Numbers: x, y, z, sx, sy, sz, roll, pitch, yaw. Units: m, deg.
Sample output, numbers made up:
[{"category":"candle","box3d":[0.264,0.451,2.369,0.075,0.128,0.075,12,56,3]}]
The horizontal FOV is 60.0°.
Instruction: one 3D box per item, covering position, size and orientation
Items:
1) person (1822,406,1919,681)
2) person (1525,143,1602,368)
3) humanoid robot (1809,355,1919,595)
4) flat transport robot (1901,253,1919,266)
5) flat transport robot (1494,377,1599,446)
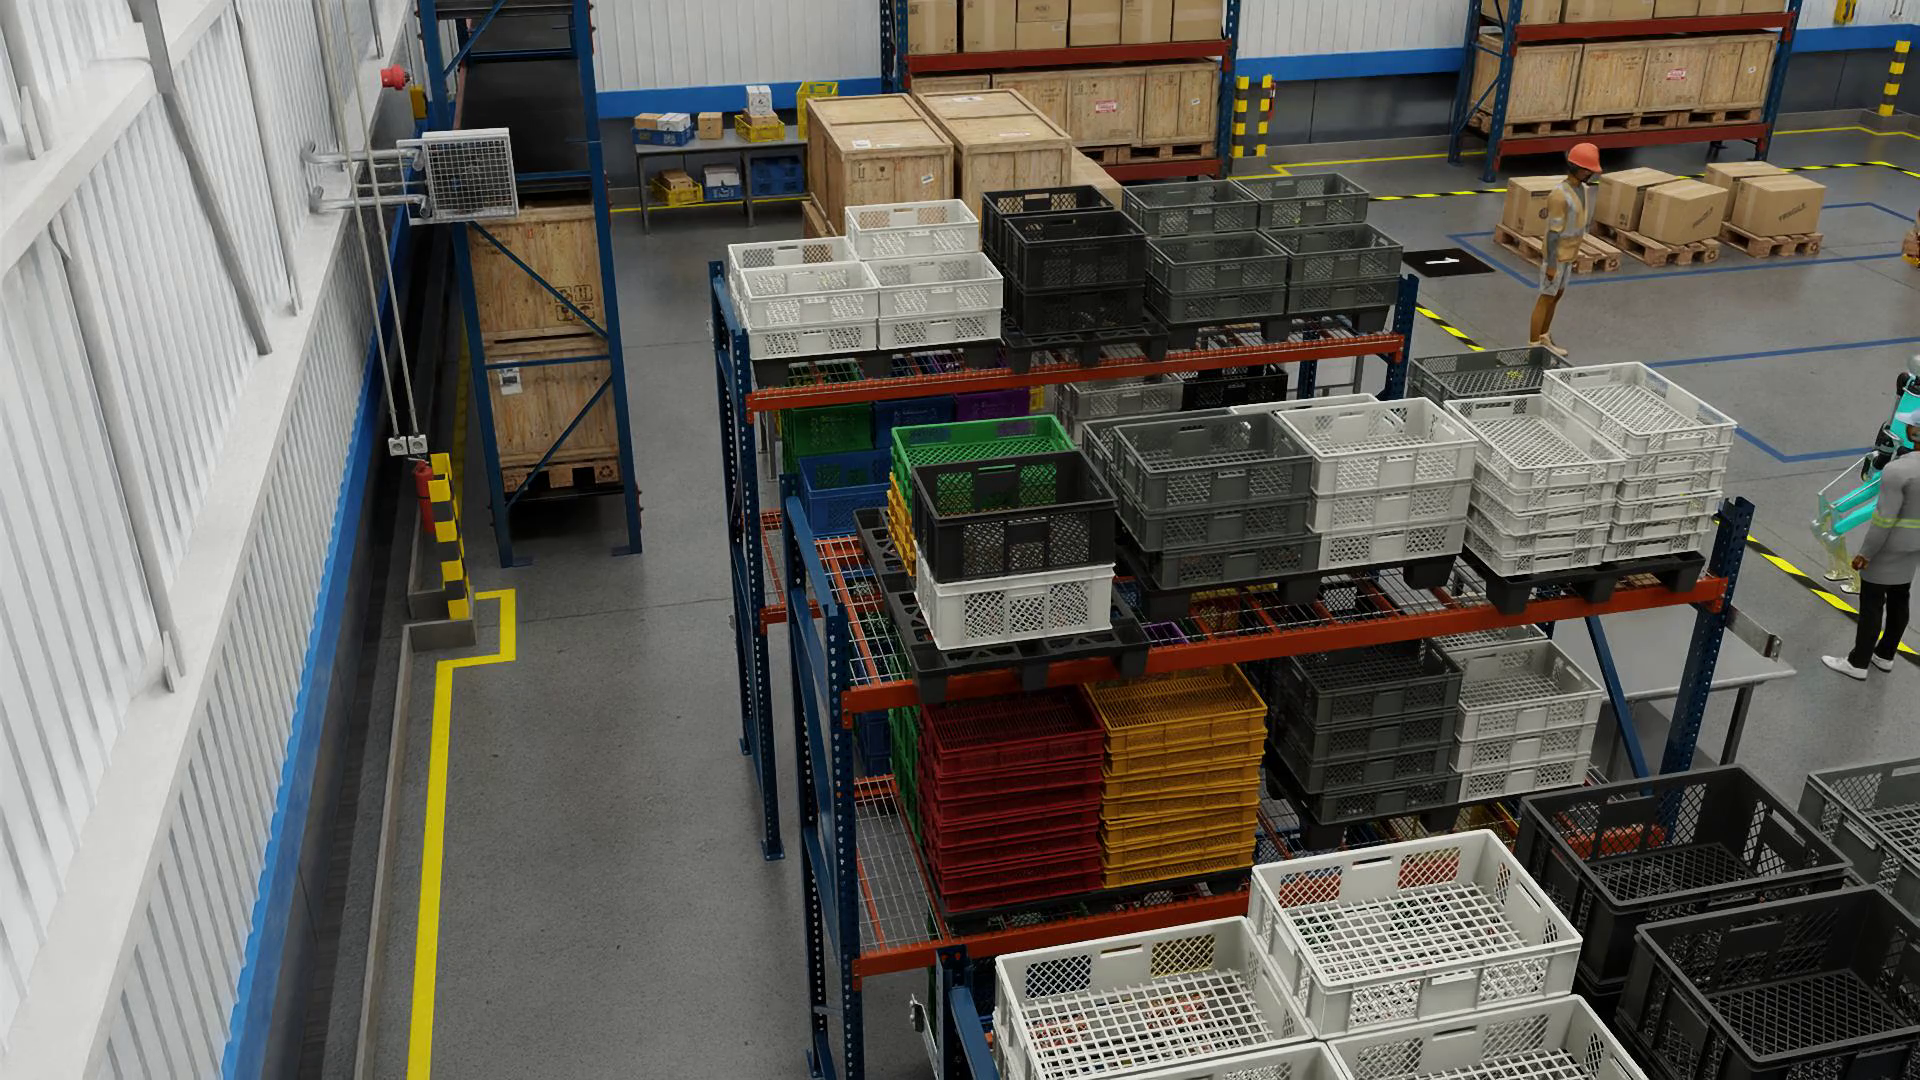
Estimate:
[{"category":"person","box3d":[5.796,0.004,10.340,0.599,1.850,0.390,-11,30,-20]},{"category":"person","box3d":[5.464,-2.581,15.048,0.383,2.039,0.604,20,34,33]},{"category":"humanoid robot","box3d":[6.075,-0.427,11.143,0.735,1.672,0.533,-1,28,-2]},{"category":"flat transport robot","box3d":[10.650,-2.833,17.392,0.652,0.197,1.431,-6,28,-12]},{"category":"flat transport robot","box3d":[4.780,-1.036,14.013,0.659,0.231,1.431,-6,28,-12]}]
